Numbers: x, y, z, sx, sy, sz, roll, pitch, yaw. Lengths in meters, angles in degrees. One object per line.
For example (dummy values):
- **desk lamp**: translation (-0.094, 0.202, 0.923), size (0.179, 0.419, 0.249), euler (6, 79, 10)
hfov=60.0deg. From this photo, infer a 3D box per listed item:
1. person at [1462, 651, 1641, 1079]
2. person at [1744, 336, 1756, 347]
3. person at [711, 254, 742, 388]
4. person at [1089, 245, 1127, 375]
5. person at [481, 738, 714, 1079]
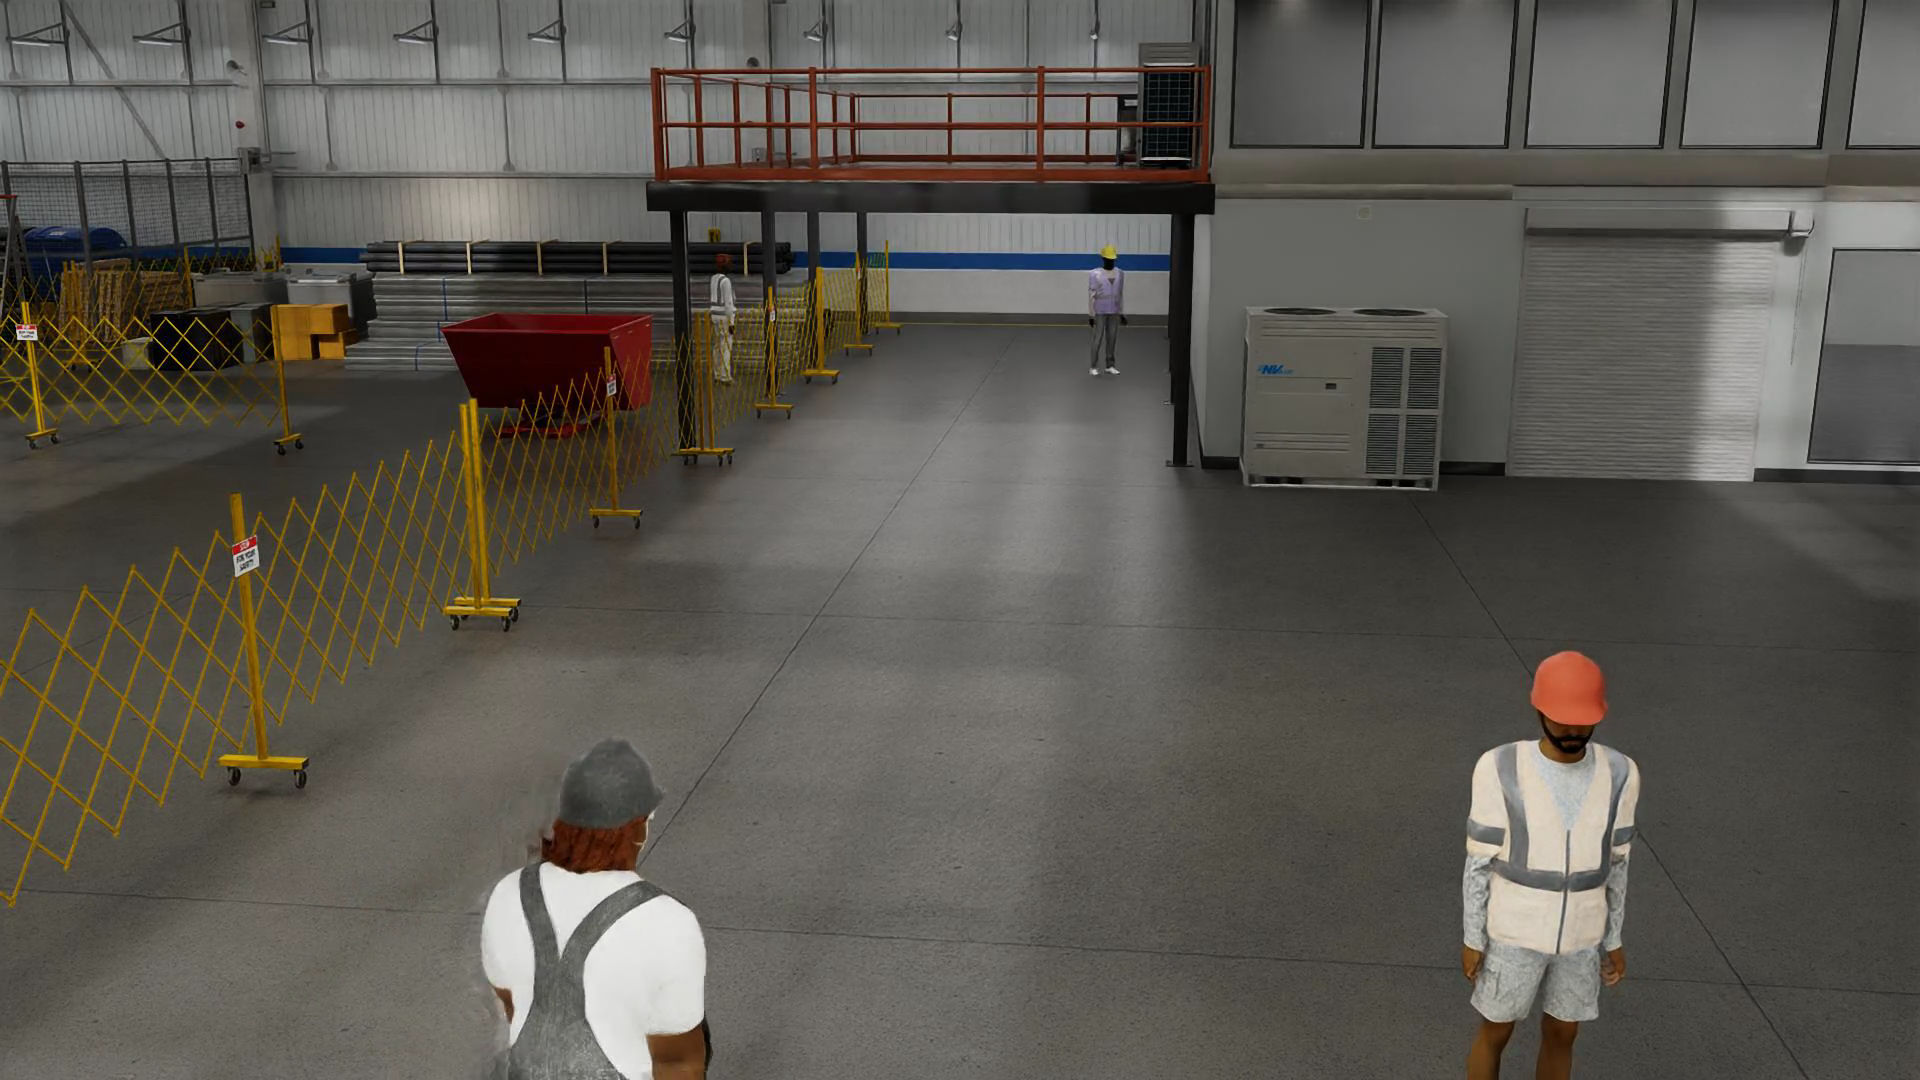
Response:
- **person**: translation (1.939, 1.288, 5.490), size (0.550, 1.935, 0.376), euler (0, 14, 0)
- **person**: translation (11.913, -3.373, 24.747), size (0.928, 1.825, 0.539), euler (-3, 14, -11)
- **person**: translation (-3.340, -3.103, 23.551), size (0.337, 1.882, 0.584), euler (-8, 16, -28)
- **person**: translation (2.193, -3.411, 24.756), size (0.628, 1.927, 0.468), euler (-7, 15, -25)
- **person**: translation (-0.965, 1.471, 4.526), size (0.694, 2.000, 1.058), euler (6, 15, 22)
